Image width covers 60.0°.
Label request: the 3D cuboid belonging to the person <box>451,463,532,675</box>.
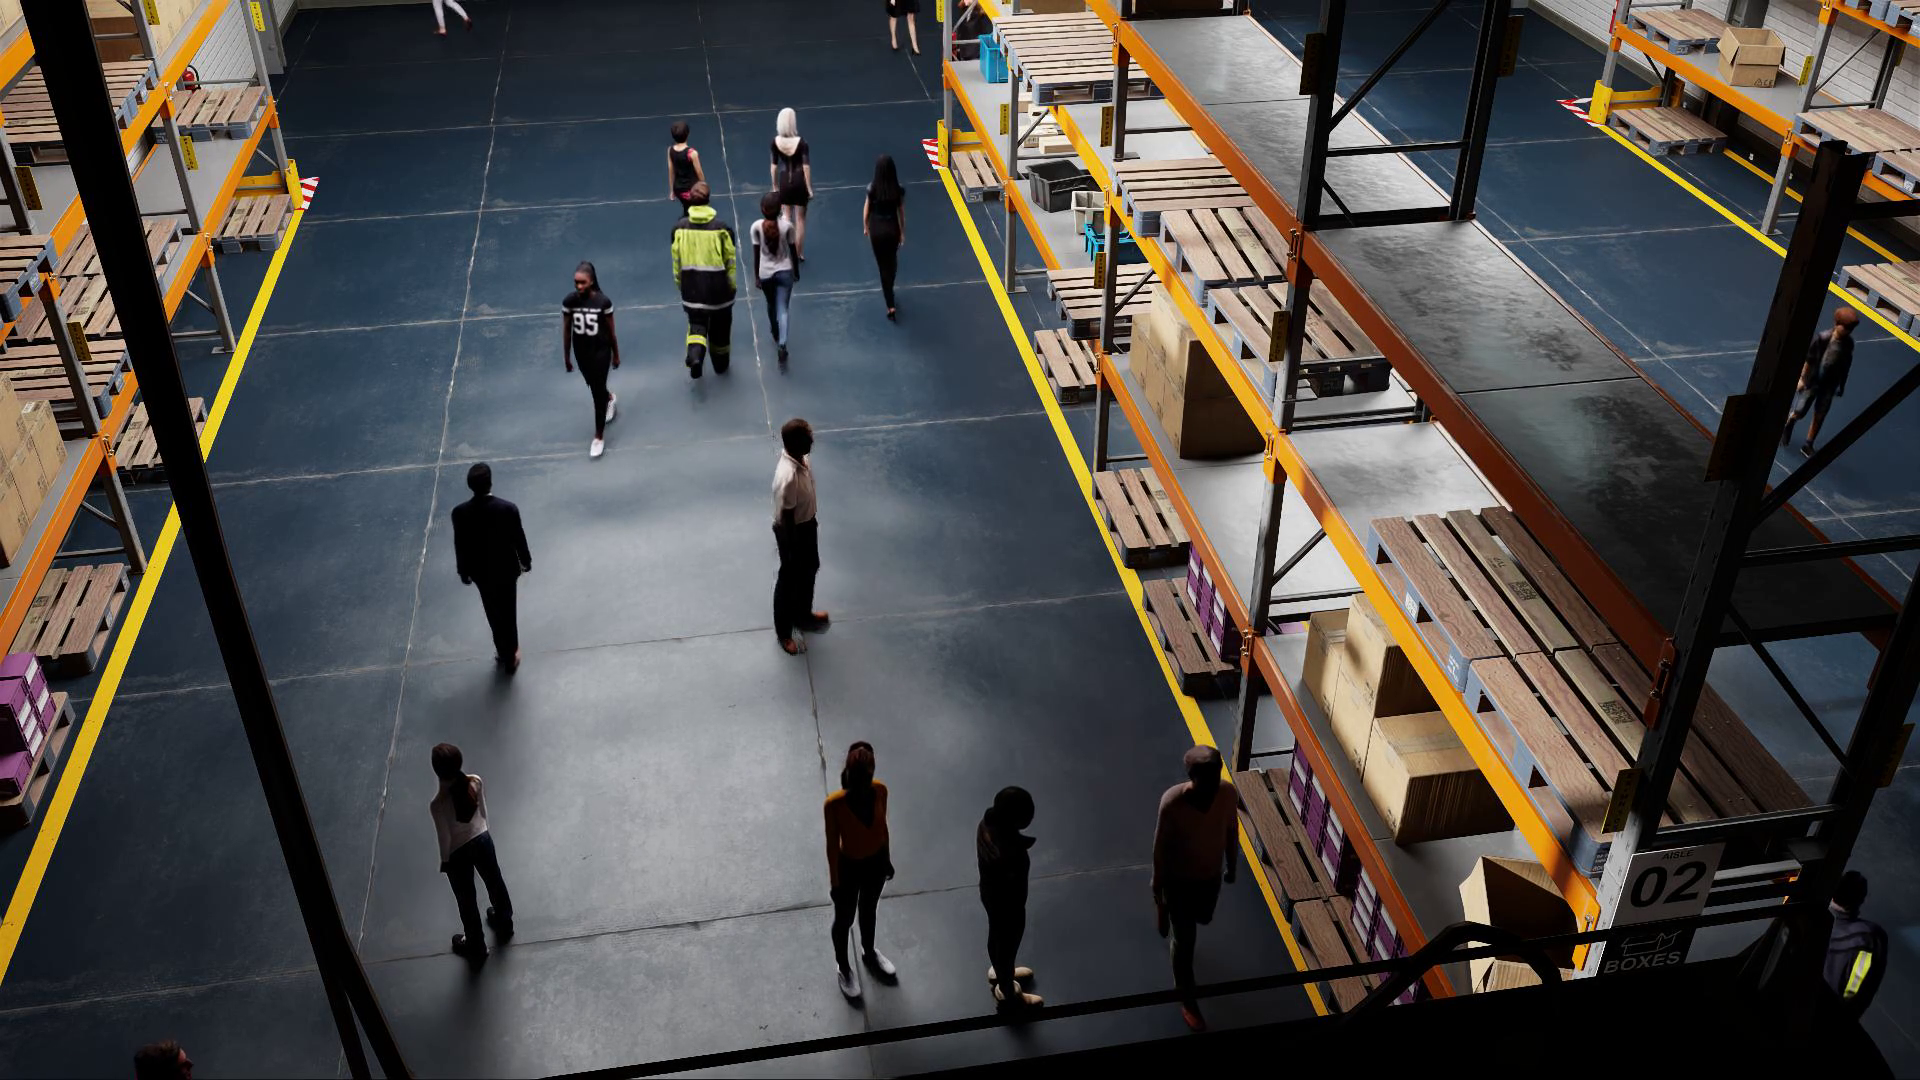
[{"bbox_3d":[-3.386,0.266,12.071,0.660,1.710,0.606,-6,34,-9],"label":"person"}]

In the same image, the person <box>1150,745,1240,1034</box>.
[{"bbox_3d":[1.297,1.859,9.551,0.795,1.847,1.178,-10,35,-15],"label":"person"}]

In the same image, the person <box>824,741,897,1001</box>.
[{"bbox_3d":[-0.591,1.881,9.606,0.669,1.749,0.679,-21,39,-28],"label":"person"}]

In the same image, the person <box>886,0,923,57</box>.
[{"bbox_3d":[-0.926,-8.051,24.577,0.863,1.716,1.108,-19,38,-26],"label":"person"}]

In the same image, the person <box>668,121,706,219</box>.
[{"bbox_3d":[-3.063,-3.836,18.414,0.957,1.519,1.049,19,38,26],"label":"person"}]

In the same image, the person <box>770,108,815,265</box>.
[{"bbox_3d":[-1.836,-3.773,18.051,0.792,1.816,0.951,8,34,12],"label":"person"}]

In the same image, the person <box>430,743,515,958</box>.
[{"bbox_3d":[-2.922,1.820,9.869,0.686,1.559,0.627,22,39,29],"label":"person"}]

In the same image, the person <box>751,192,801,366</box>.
[{"bbox_3d":[-1.796,-2.533,16.314,0.659,1.673,1.154,-4,34,-6],"label":"person"}]

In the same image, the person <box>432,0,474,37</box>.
[{"bbox_3d":[-7.823,-8.441,25.280,0.934,1.588,0.971,10,35,15],"label":"person"}]

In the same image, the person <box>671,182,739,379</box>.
[{"bbox_3d":[-2.432,-2.424,15.885,0.907,1.967,1.063,2,34,3],"label":"person"}]

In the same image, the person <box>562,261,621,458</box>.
[{"bbox_3d":[-3.305,-1.702,15.047,0.852,1.692,1.221,4,34,6],"label":"person"}]

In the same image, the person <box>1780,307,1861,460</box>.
[{"bbox_3d":[7.677,-1.433,14.868,0.641,1.443,0.731,1,34,1],"label":"person"}]

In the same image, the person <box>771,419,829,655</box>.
[{"bbox_3d":[-1.272,-0.051,12.434,0.870,1.835,0.685,14,36,19],"label":"person"}]

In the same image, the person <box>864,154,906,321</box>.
[{"bbox_3d":[-0.752,-3.076,17.101,0.598,1.706,0.990,-8,34,-12],"label":"person"}]

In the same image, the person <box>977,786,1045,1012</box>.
[{"bbox_3d":[0.237,2.049,9.434,0.658,1.659,0.591,9,35,13],"label":"person"}]

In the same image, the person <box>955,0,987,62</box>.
[{"bbox_3d":[0.156,-6.712,22.646,0.806,1.624,0.864,14,36,20],"label":"person"}]
